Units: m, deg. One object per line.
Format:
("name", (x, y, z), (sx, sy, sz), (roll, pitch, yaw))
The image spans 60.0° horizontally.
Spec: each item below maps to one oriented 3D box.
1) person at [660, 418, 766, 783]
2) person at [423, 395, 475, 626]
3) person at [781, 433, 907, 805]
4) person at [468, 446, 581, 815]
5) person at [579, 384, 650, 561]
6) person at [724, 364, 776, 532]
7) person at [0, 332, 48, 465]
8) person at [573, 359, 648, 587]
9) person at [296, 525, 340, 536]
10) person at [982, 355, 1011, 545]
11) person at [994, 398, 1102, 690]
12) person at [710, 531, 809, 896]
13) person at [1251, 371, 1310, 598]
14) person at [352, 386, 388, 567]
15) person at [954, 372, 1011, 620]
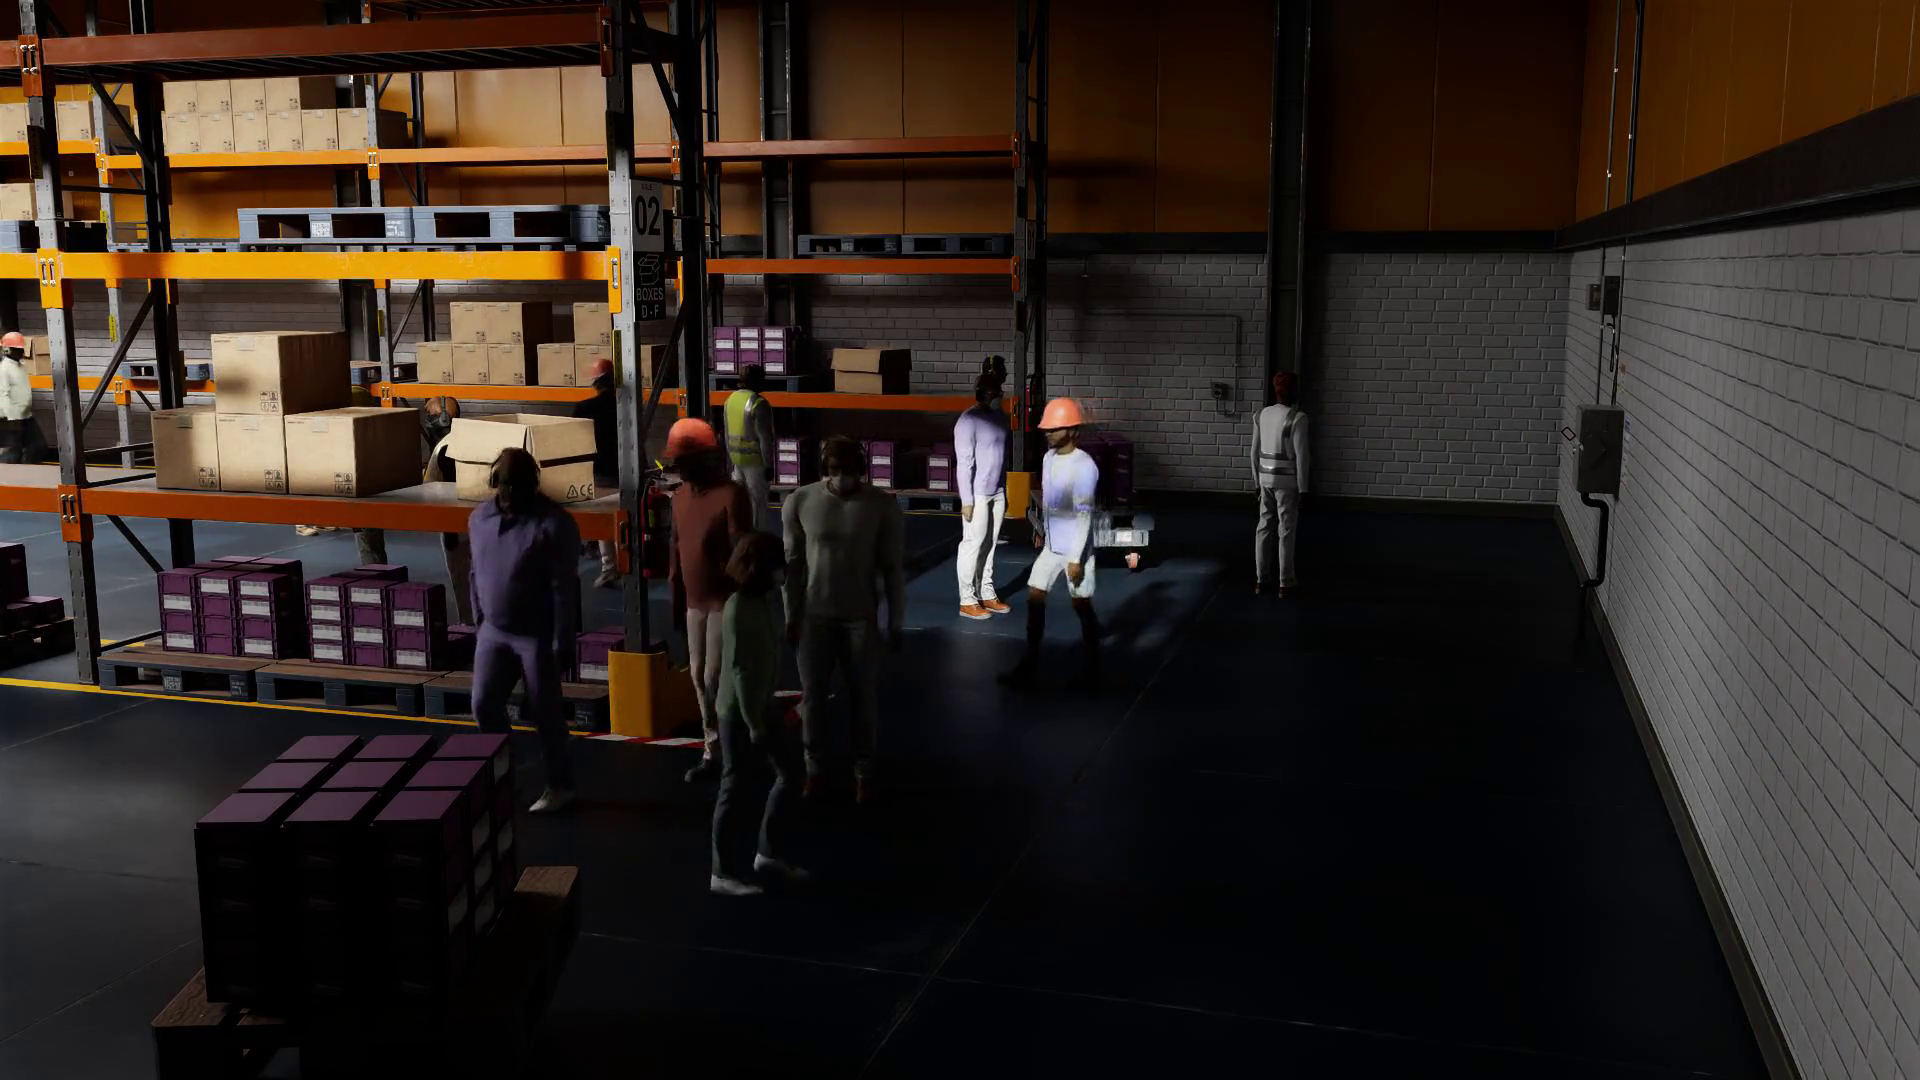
("person", (-1.306, 0.334, 8.764), (0.654, 1.965, 0.498), (9, 13, 42))
("person", (-3.643, -0.122, 11.957), (0.430, 1.835, 0.622), (-3, 10, -15))
("person", (-0.586, 0.400, 8.493), (0.651, 1.918, 0.420), (0, 9, 0))
("person", (-2.182, 0.459, 8.296), (0.681, 1.874, 0.412), (4, 10, 22))
("person", (-3.160, -0.717, 15.470), (1.025, 1.869, 0.570), (-4, 10, -22))
("person", (-1.937, -0.730, 15.620), (0.429, 1.842, 0.634), (-8, 13, -42))
("person", (-11.082, -1.470, 19.688), (0.536, 1.983, 0.660), (0, 9, -1))
("person", (-3.021, -0.580, 14.437), (0.646, 1.954, 0.848), (-4, 10, -21))
("person", (-6.656, -0.971, 17.085), (0.430, 1.845, 0.619), (4, 10, 21))
("person", (0.342, -0.882, 16.490), (0.328, 1.862, 0.514), (1, 9, 5))
("person", (0.588, 0.050, 10.677), (0.856, 1.902, 0.563), (-6, 11, -31))
("person", (-0.863, 0.765, 7.204), (0.536, 1.618, 0.515), (3, 10, 15))
("person", (2.672, -0.461, 13.855), (0.357, 1.881, 0.574), (-7, 12, -37))
("person", (-4.599, -0.268, 12.829), (0.403, 1.833, 0.591), (-2, 9, -11))
("person", (0.182, -0.351, 13.041), (0.360, 1.933, 0.629), (6, 11, 31))
